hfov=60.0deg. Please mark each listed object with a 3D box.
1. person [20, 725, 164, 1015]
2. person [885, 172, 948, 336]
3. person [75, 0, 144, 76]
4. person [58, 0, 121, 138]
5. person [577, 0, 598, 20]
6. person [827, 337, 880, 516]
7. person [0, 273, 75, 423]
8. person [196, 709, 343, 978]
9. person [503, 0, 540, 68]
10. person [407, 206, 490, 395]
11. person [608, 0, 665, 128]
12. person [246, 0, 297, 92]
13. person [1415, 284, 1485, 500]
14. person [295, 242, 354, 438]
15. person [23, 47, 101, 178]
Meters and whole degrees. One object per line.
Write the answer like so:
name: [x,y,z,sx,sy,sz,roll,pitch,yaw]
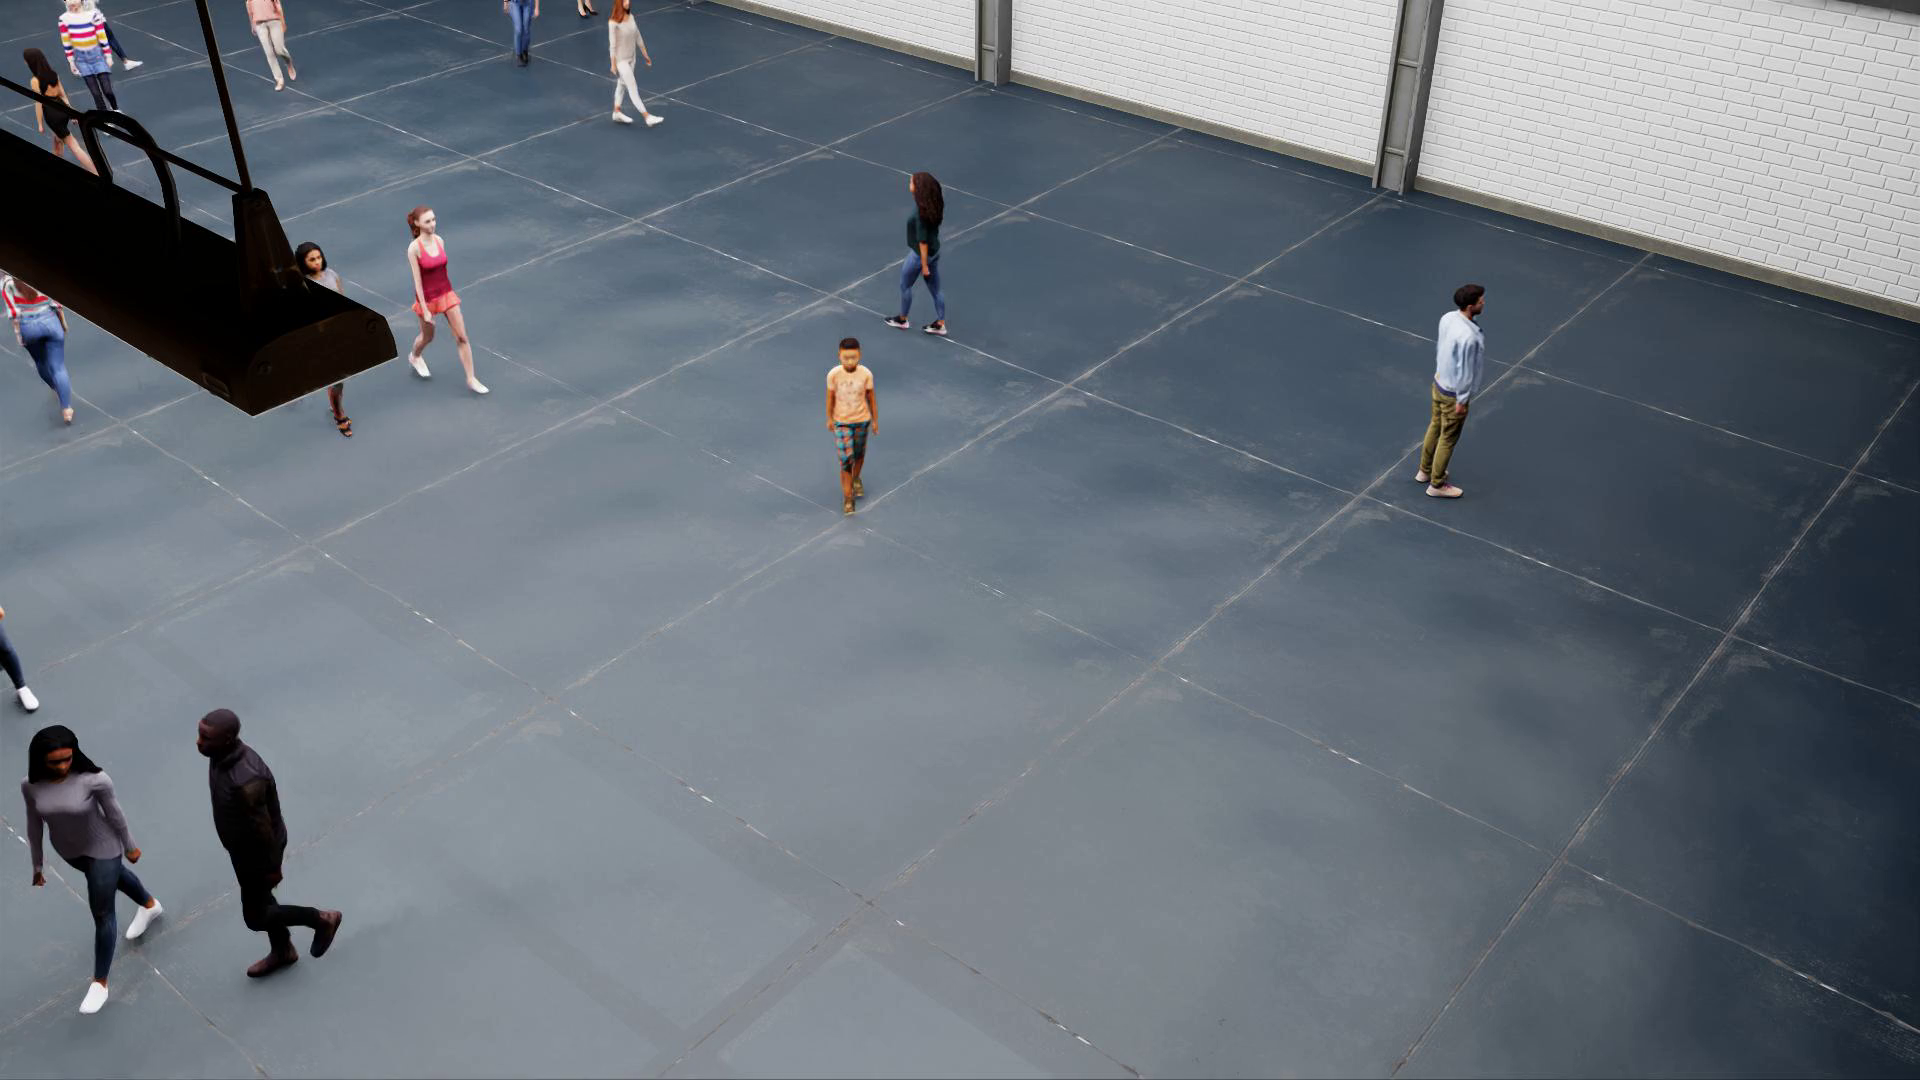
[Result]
person: [-4.750,1.639,9.183,1.174,1.684,1.141,3,34,5]
person: [-0.257,-2.686,15.772,0.940,1.593,0.756,13,36,18]
person: [-11.719,-7.030,22.184,1.151,1.730,1.140,-8,35,-12]
person: [-10.644,-5.886,20.401,0.829,1.799,0.890,-10,35,-14]
person: [-5.596,-8.652,24.610,0.609,1.746,0.633,18,38,25]
person: [-0.878,-0.990,13.357,0.843,1.442,0.936,-6,34,-9]
person: [-7.974,-1.780,14.432,0.855,1.568,1.093,-16,37,-23]
person: [-3.779,1.644,9.048,0.843,1.827,0.775,-28,43,-35]
person: [-6.008,-7.278,22.694,0.870,1.579,0.935,-4,34,-6]
person: [-4.737,-2.143,14.845,1.135,1.716,0.551,25,41,33]
person: [-4.225,-5.959,20.627,1.126,1.670,0.777,14,36,20]
person: [-9.088,-6.824,21.887,0.786,1.716,0.845,-2,34,-3]
person: [3.946,-1.212,13.358,0.801,1.811,0.741,-3,34,-5]
person: [-5.454,-1.737,14.191,0.708,1.764,0.615,20,39,27]
person: [-10.146,-4.730,18.844,1.148,1.598,0.894,7,34,11]
